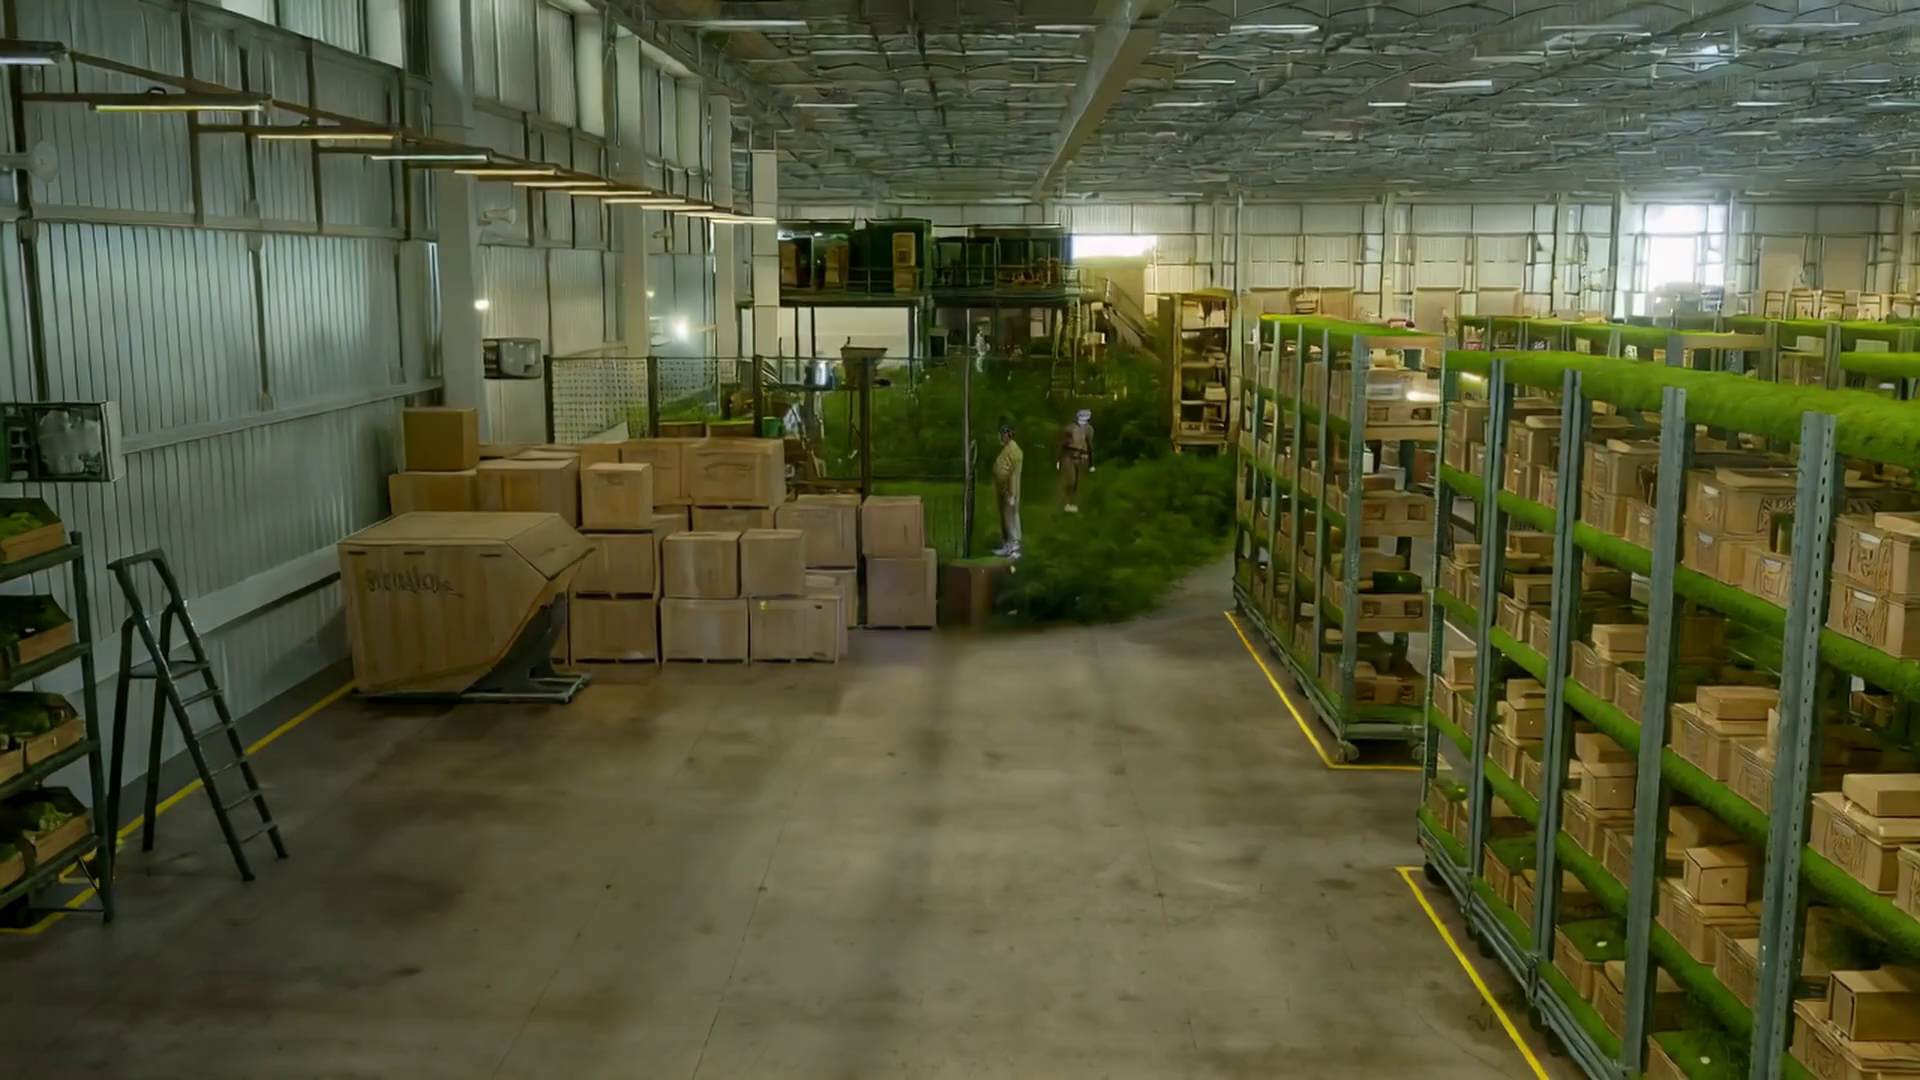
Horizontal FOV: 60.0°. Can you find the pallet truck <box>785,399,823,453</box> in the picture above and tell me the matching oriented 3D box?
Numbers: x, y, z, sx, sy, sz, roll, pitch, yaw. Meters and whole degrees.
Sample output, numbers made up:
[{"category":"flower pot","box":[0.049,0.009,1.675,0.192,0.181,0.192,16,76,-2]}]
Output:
[{"category":"pallet truck","box":[-3.814,-2.432,36.419,1.630,1.274,0.653,0,9,1]}]

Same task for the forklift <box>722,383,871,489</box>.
[{"category":"forklift","box":[-2.893,-1.687,28.729,2.680,1.987,1.157,0,9,-1]}]

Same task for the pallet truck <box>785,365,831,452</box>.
[{"category":"pallet truck","box":[-3.774,-2.976,37.635,1.885,1.965,0.823,1,9,5]}]

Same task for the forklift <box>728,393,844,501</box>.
[{"category":"forklift","box":[-2.979,-1.316,26.476,2.680,1.987,1.157,0,9,1]}]

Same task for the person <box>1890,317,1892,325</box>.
[{"category":"person","box":[45.022,-9.873,80.502,0.633,1.885,0.845,-7,12,-38]}]

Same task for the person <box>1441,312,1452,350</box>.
[{"category":"person","box":[25.129,-10.768,85.852,0.392,1.946,0.616,-2,10,-15]}]

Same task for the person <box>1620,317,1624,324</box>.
[{"category":"person","box":[30.900,-9.434,77.725,0.585,1.918,0.395,6,11,32]}]

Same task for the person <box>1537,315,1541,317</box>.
[{"category":"person","box":[31.371,-11.355,90.245,0.321,1.697,0.530,4,10,23]}]

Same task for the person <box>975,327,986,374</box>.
[{"category":"person","box":[0.810,-7.497,65.879,0.355,1.883,0.575,6,11,34]}]

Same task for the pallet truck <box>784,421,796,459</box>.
[{"category":"pallet truck","box":[-4.013,-1.793,32.705,1.601,1.201,0.680,0,9,1]}]

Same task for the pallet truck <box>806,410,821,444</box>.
[{"category":"pallet truck","box":[-3.559,-2.018,33.905,1.522,1.261,0.704,0,9,-1]}]

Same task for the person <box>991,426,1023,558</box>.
[{"category":"person","box":[0.666,-0.698,23.891,0.402,1.899,0.654,-3,10,-17]}]

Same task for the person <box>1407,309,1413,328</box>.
[{"category":"person","box":[25.600,-12.186,94.703,0.395,1.918,0.591,7,11,37]}]

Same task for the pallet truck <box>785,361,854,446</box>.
[{"category":"pallet truck","box":[-3.410,-3.193,38.978,1.885,1.965,0.823,0,9,-1]}]

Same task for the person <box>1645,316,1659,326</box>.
[{"category":"person","box":[33.702,-9.983,81.174,0.659,1.898,0.678,1,9,6]}]

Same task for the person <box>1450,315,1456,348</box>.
[{"category":"person","box":[25.746,-10.825,86.691,0.928,1.792,0.647,-1,9,-7]}]

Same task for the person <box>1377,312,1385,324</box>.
[{"category":"person","box":[22.247,-11.015,87.468,0.803,1.914,0.655,-3,10,-19]}]

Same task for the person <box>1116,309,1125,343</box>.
[{"category":"person","box":[9.126,-12.168,94.522,0.544,1.939,0.354,0,9,0]}]

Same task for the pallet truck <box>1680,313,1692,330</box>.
[{"category":"pallet truck","box":[36.315,-10.531,84.244,0.823,1.965,1.885,-6,11,-33]}]

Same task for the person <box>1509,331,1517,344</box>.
[{"category":"person","box":[22.666,-7.861,67.810,0.659,1.976,0.515,9,13,44]}]

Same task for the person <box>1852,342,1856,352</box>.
[{"category":"person","box":[32.247,-6.611,60.292,0.374,1.937,0.553,6,11,32]}]

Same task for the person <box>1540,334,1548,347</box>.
[{"category":"person","box":[25.127,-8.353,71.513,0.329,1.769,0.526,9,13,44]}]

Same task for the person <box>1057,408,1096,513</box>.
[{"category":"person","box":[1.993,-1.351,28.269,0.615,1.781,0.589,-4,10,-24]}]
